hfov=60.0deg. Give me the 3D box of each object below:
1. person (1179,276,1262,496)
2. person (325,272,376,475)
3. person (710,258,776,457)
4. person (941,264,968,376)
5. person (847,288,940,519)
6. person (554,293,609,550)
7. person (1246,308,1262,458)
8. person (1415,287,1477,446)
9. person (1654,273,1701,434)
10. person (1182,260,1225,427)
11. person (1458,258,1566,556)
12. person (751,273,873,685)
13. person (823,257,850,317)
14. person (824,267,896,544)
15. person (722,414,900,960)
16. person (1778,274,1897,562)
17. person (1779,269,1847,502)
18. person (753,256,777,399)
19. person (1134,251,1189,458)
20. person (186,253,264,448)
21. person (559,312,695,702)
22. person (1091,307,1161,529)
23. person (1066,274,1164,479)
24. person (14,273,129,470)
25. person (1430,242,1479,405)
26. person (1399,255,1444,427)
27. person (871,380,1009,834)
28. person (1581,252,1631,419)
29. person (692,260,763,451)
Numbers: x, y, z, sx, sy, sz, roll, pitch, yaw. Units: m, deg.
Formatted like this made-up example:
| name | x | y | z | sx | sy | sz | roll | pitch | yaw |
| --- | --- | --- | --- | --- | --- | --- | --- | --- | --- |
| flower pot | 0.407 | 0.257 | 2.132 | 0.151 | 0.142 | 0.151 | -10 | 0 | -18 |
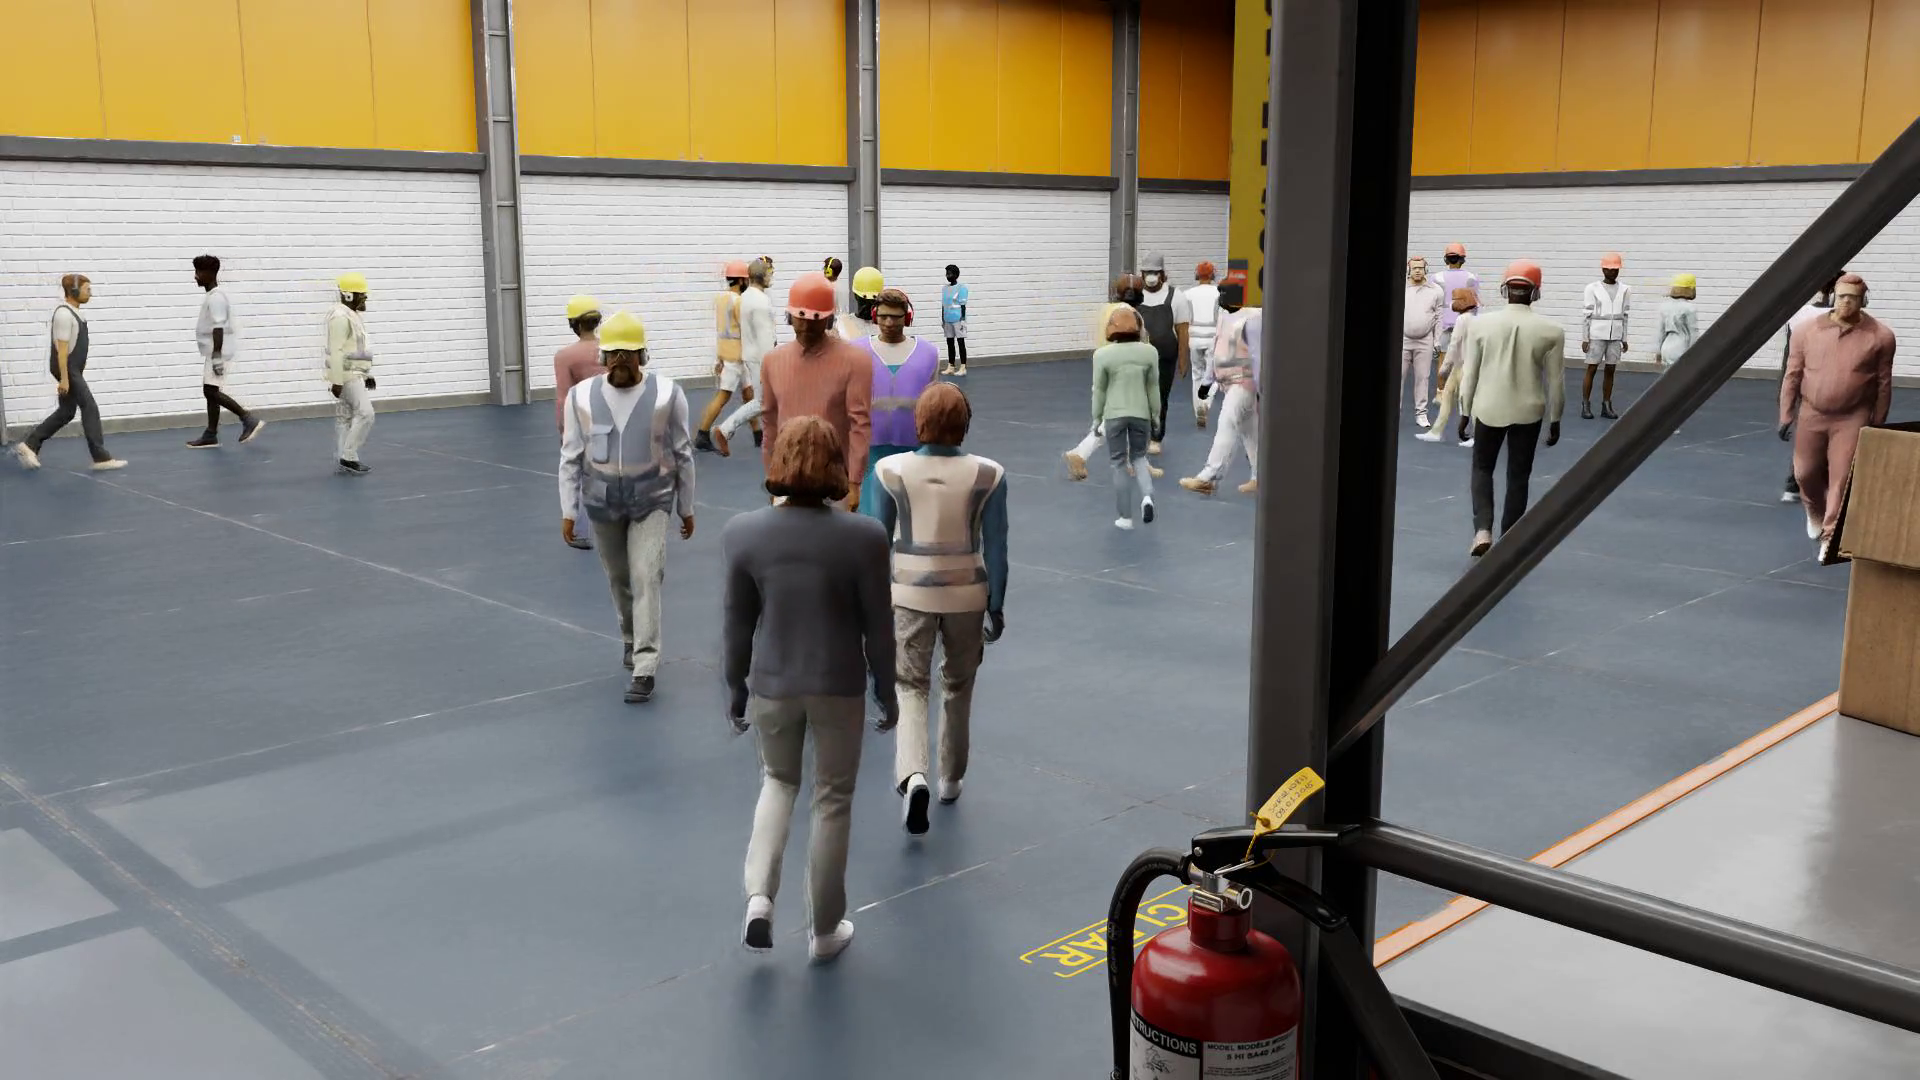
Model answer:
| name | x | y | z | sx | sy | sz | roll | pitch | yaw |
| --- | --- | --- | --- | --- | --- | --- | --- | --- | --- |
| person | 2.187 | -1.258 | 13.660 | 0.947 | 1.796 | 0.634 | -2 | 11 | -12 |
| person | -5.392 | -1.466 | 14.766 | 0.446 | 1.810 | 0.631 | -2 | 11 | -13 |
| person | -1.945 | -1.685 | 15.663 | 0.784 | 1.918 | 0.643 | -3 | 11 | -15 |
| person | -0.090 | -3.341 | 25.316 | 0.532 | 1.692 | 0.320 | 10 | 14 | 44 |
| person | -0.392 | -0.509 | 9.475 | 0.564 | 1.837 | 0.388 | -2 | 11 | -9 |
| person | -2.436 | -0.771 | 11.127 | 0.532 | 1.745 | 0.688 | -7 | 13 | -34 |
| person | 2.936 | -1.636 | 15.827 | 0.329 | 1.763 | 0.523 | -5 | 12 | -28 |
| person | 5.005 | -1.751 | 16.892 | 0.794 | 1.601 | 0.514 | 4 | 11 | 21 |
| person | 7.751 | -1.995 | 17.876 | 0.543 | 1.726 | 0.494 | -2 | 11 | -13 |
| person | 2.705 | -2.167 | 18.442 | 0.573 | 1.865 | 0.794 | 4 | 11 | 20 |
| person | 3.559 | -0.810 | 10.718 | 0.657 | 1.981 | 0.429 | 4 | 11 | 20 |
| person | -0.719 | -0.271 | 7.886 | 0.605 | 1.948 | 0.870 | 3 | 11 | 14 |
| person | -1.518 | -2.442 | 19.918 | 0.328 | 1.876 | 0.514 | 5 | 12 | 27 |
| person | -0.641 | -0.903 | 11.405 | 0.585 | 1.917 | 0.382 | -5 | 12 | -28 |
| person | -0.440 | 0.449 | 4.849 | 0.511 | 1.626 | 0.388 | 2 | 11 | 13 |
| person | 5.843 | -0.833 | 11.112 | 0.651 | 1.885 | 0.791 | 7 | 12 | 33 |
| person | 7.017 | -1.253 | 13.459 | 1.015 | 1.861 | 0.611 | -8 | 13 | -37 |
| person | -2.420 | -2.573 | 20.640 | 0.328 | 1.873 | 0.519 | -7 | 13 | -34 |
| person | 1.837 | -1.790 | 15.903 | 0.696 | 2.000 | 1.031 | 1 | 10 | 6 |
| person | -7.442 | -1.884 | 16.652 | 0.673 | 1.951 | 0.628 | -4 | 11 | -23 |
| person | -1.575 | -0.191 | 7.900 | 0.612 | 1.786 | 0.935 | 0 | 10 | 0 |
| person | 1.205 | -0.875 | 12.047 | 0.515 | 1.614 | 0.394 | -2 | 11 | -13 |
| person | 1.363 | -1.414 | 14.524 | 0.867 | 1.810 | 0.614 | -1 | 10 | -7 |
| person | -8.138 | -1.511 | 15.066 | 0.882 | 1.805 | 0.560 | -4 | 11 | -19 |
| person | 6.200 | -2.717 | 20.963 | 0.609 | 2.040 | 0.394 | 1 | 10 | 8 |
| person | 5.061 | -2.210 | 18.561 | 0.641 | 1.908 | 0.407 | 1 | 10 | 6 |
| person | -0.082 | 0.234 | 6.019 | 0.524 | 1.614 | 0.700 | 0 | 10 | 0 |
| person | 7.511 | -2.365 | 19.325 | 0.552 | 1.935 | 0.374 | -1 | 10 | -3 |
| person | -2.257 | -1.822 | 16.523 | 0.985 | 1.893 | 0.551 | -5 | 11 | -24 |
